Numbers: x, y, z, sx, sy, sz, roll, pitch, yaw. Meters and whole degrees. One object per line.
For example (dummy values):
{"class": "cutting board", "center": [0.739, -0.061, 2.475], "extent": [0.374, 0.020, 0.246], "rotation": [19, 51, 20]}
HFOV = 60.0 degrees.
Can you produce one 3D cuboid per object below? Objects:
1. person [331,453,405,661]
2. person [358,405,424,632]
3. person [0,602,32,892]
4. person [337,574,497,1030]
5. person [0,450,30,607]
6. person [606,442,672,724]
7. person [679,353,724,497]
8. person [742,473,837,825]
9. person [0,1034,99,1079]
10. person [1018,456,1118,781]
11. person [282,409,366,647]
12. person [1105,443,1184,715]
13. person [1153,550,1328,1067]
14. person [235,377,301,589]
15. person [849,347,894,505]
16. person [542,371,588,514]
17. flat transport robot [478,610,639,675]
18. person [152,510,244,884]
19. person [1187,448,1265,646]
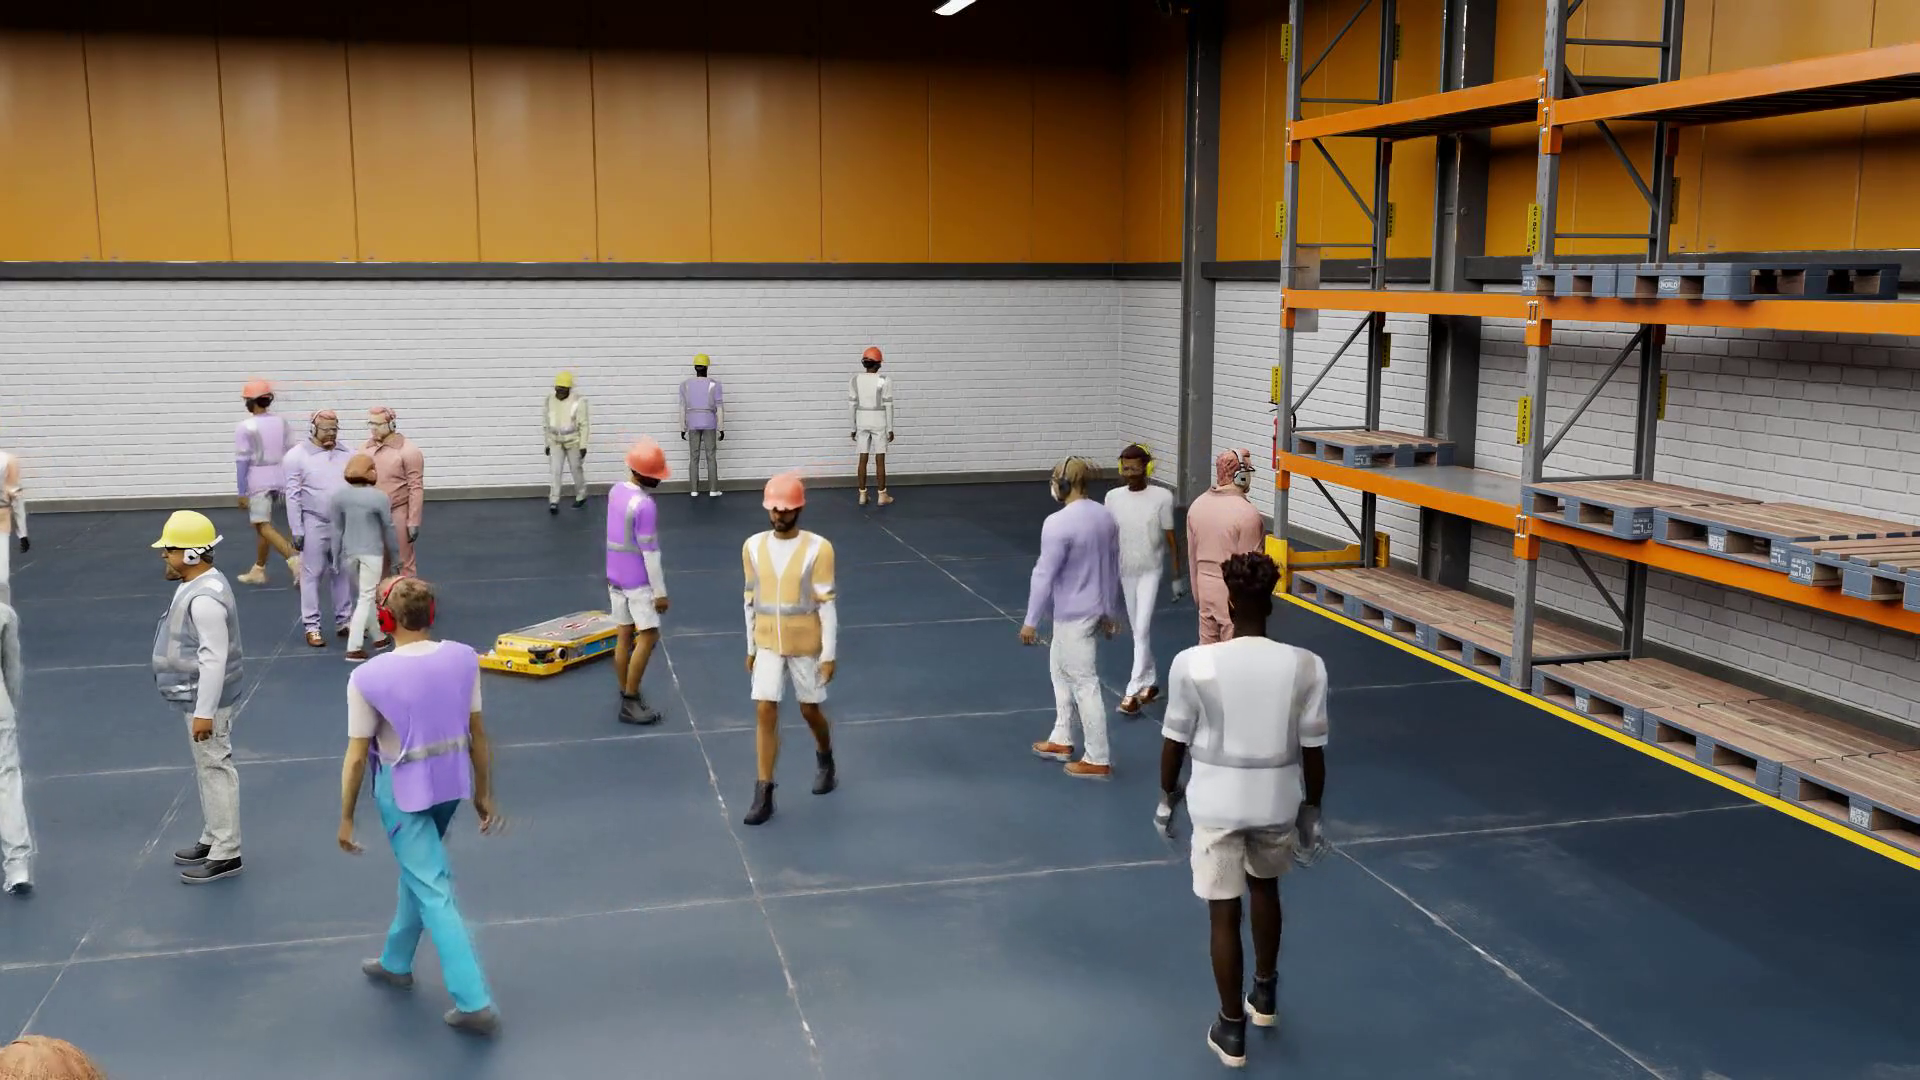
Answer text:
{"class": "person", "center": [-4.616, 0.121, 12.936], "extent": [0.512, 1.597, 0.737], "rotation": [3, 9, 16]}
{"class": "person", "center": [-4.758, -0.169, 13.799], "extent": [0.639, 1.908, 0.409], "rotation": [3, 10, 19]}
{"class": "person", "center": [-4.804, 0.852, 8.105], "extent": [0.495, 1.700, 0.928], "rotation": [-8, 12, -42]}
{"class": "person", "center": [-2.166, 1.030, 6.656], "extent": [0.960, 1.801, 0.583], "rotation": [6, 11, 35]}
{"class": "person", "center": [-7.715, -0.061, 13.096], "extent": [0.624, 1.906, 0.569], "rotation": [-3, 10, -19]}
{"class": "person", "center": [-2.171, 0.277, 11.103], "extent": [0.376, 1.885, 0.672], "rotation": [-7, 12, -38]}
{"class": "person", "center": [-3.442, -1.528, 22.212], "extent": [0.594, 1.924, 0.382], "rotation": [0, 9, 2]}
{"class": "person", "center": [-0.946, 0.559, 9.273], "extent": [0.555, 1.906, 0.885], "rotation": [2, 9, 14]}
{"class": "person", "center": [-1.673, 1.689, 3.073], "extent": [0.464, 1.616, 0.539], "rotation": [5, 10, 30]}
{"class": "person", "center": [0.608, 0.457, 9.888], "extent": [0.793, 1.911, 0.654], "rotation": [6, 11, 31]}
{"class": "person", "center": [-5.094, -0.107, 13.423], "extent": [0.407, 1.905, 0.639], "rotation": [7, 12, 39]}
{"class": "person", "center": [1.173, 0.271, 11.280], "extent": [0.556, 1.825, 0.895], "rotation": [5, 10, 30]}
{"class": "person", "center": [1.061, 0.998, 6.417], "extent": [0.611, 1.943, 0.687], "rotation": [-1, 9, -7]}
{"class": "person", "center": [-6.533, -0.529, 15.737], "extent": [0.947, 2.017, 0.611], "rotation": [4, 10, 23]}
{"class": "person", "center": [-1.131, -1.470, 21.489], "extent": [0.607, 2.045, 0.390], "rotation": [3, 10, 20]}
{"class": "person", "center": [-4.926, -1.218, 20.739], "extent": [0.623, 1.771, 0.954], "rotation": [1, 9, 5]}
{"class": "flat transport robot", "center": [-3.042, 0.780, 12.959], "extent": [0.652, 0.197, 1.431], "rotation": [4, 10, 25]}
{"class": "person", "center": [-3.753, 0.762, 8.213], "extent": [0.404, 1.833, 0.589], "rotation": [-5, 10, -28]}
{"class": "person", "center": [1.697, 0.378, 10.381], "extent": [0.407, 1.910, 0.638], "rotation": [-5, 11, -30]}
